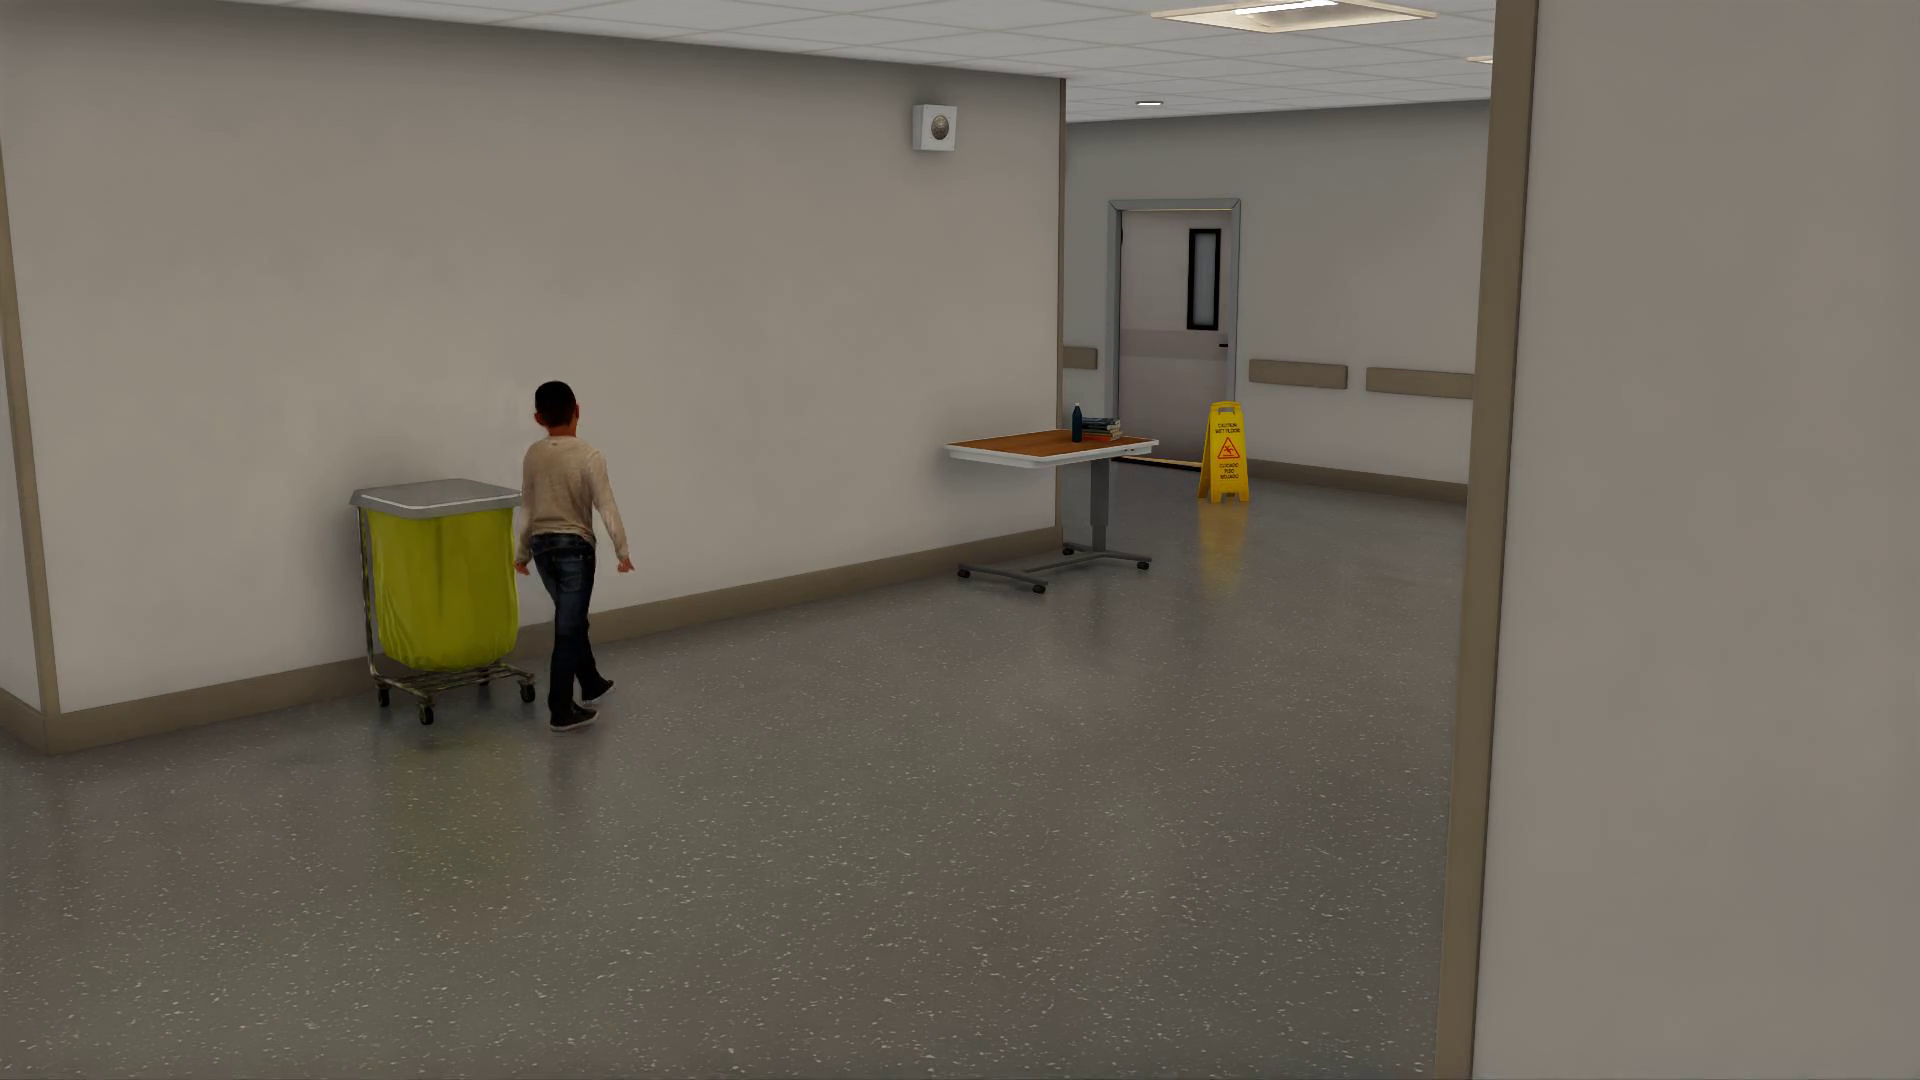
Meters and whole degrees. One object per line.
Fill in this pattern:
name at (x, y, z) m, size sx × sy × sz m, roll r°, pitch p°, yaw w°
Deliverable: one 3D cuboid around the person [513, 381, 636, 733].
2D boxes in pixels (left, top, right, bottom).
person at (-1.694, 0.085, 6.912) m, size 0.852 × 1.440 × 0.847 m, roll 5°, pitch 12°, yaw 26°
